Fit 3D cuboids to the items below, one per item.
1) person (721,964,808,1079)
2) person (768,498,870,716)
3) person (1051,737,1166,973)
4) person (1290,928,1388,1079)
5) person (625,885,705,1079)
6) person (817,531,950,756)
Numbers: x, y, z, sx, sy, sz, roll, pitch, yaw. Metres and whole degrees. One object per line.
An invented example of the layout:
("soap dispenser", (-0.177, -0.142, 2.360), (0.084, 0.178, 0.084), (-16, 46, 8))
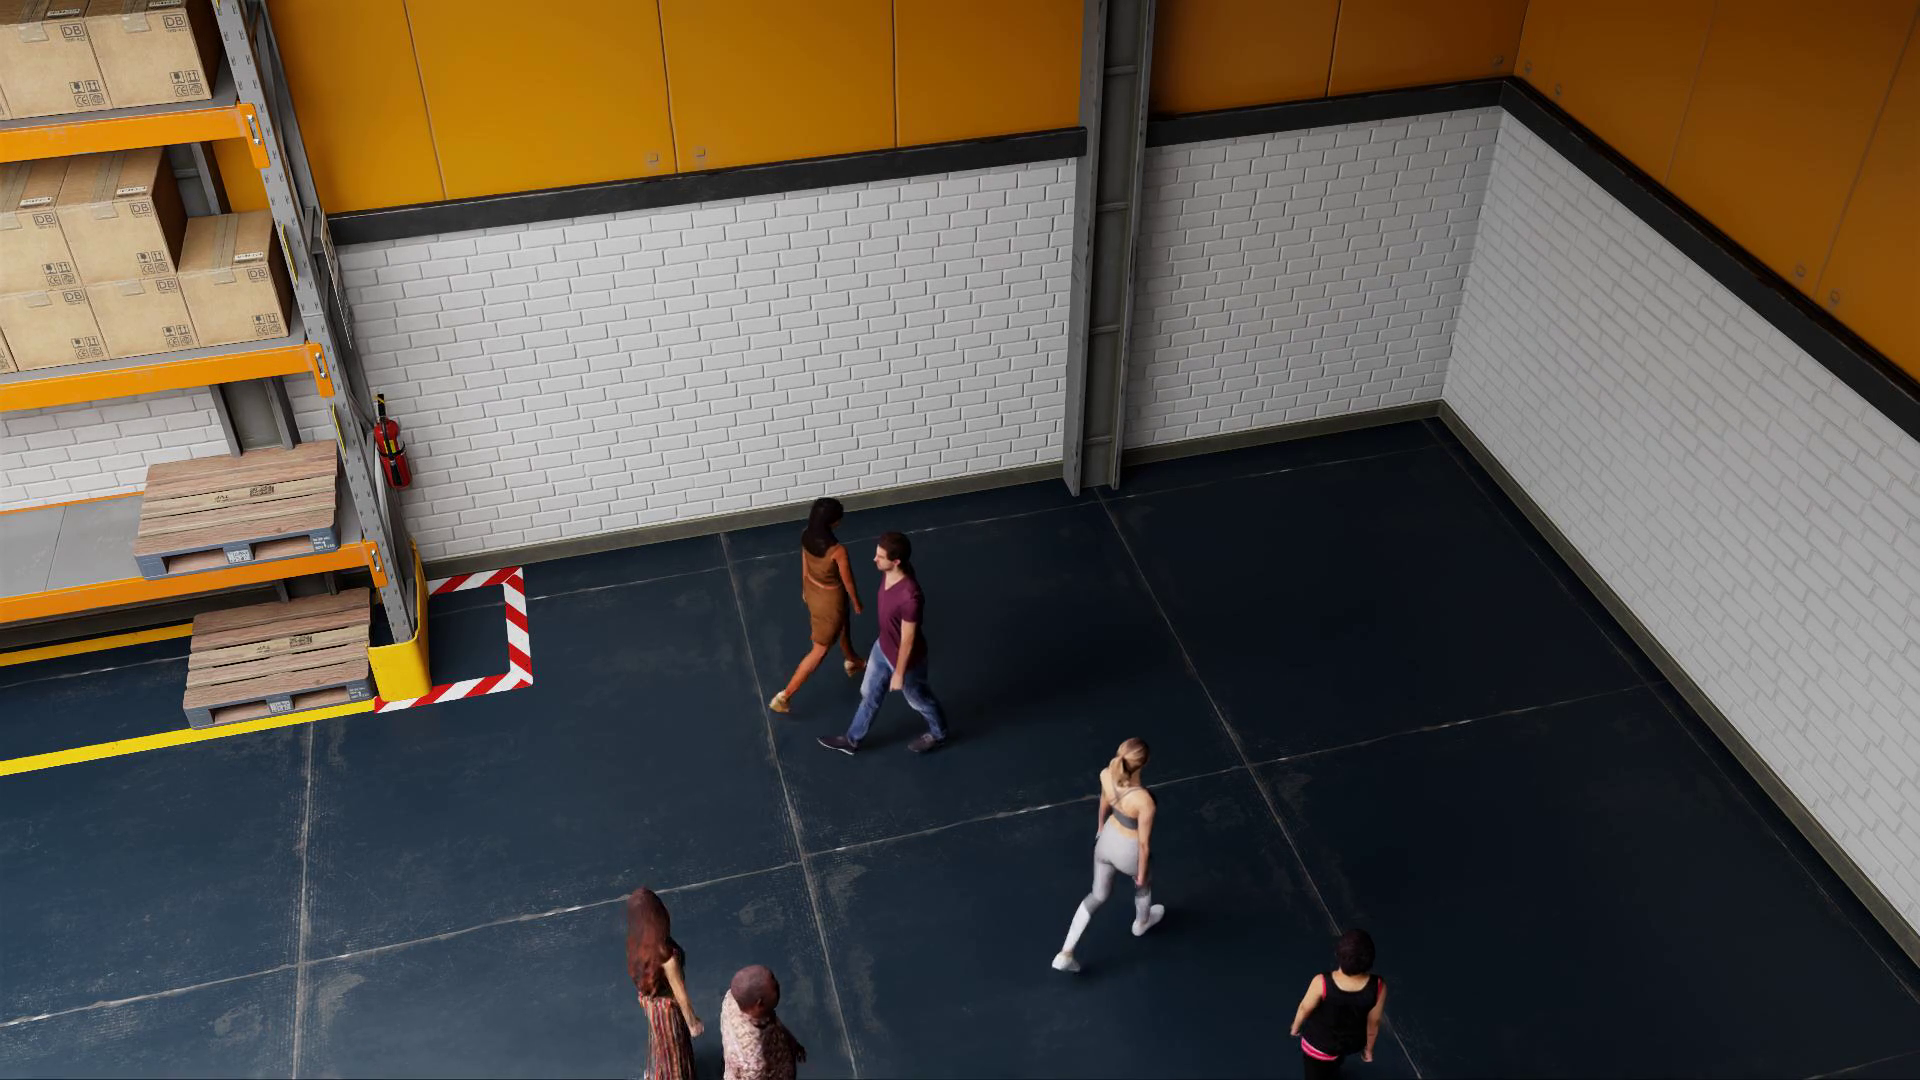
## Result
("person", (-1.059, 2.714, 8.048), (0.816, 1.786, 0.717), (-11, 40, -13))
("person", (-0.938, 0.468, 10.970), (1.182, 1.649, 0.885), (-28, 46, -31))
("person", (0.843, 1.791, 9.296), (1.176, 1.671, 0.943), (-32, 48, -33))
("person", (1.905, 2.582, 8.432), (1.016, 1.513, 0.790), (0, 39, 0))
("person", (-1.557, 2.401, 8.637), (0.683, 1.540, 0.685), (-16, 41, -20))
("person", (-0.289, 0.688, 10.566), (1.121, 1.809, 0.755), (-14, 41, -17))
